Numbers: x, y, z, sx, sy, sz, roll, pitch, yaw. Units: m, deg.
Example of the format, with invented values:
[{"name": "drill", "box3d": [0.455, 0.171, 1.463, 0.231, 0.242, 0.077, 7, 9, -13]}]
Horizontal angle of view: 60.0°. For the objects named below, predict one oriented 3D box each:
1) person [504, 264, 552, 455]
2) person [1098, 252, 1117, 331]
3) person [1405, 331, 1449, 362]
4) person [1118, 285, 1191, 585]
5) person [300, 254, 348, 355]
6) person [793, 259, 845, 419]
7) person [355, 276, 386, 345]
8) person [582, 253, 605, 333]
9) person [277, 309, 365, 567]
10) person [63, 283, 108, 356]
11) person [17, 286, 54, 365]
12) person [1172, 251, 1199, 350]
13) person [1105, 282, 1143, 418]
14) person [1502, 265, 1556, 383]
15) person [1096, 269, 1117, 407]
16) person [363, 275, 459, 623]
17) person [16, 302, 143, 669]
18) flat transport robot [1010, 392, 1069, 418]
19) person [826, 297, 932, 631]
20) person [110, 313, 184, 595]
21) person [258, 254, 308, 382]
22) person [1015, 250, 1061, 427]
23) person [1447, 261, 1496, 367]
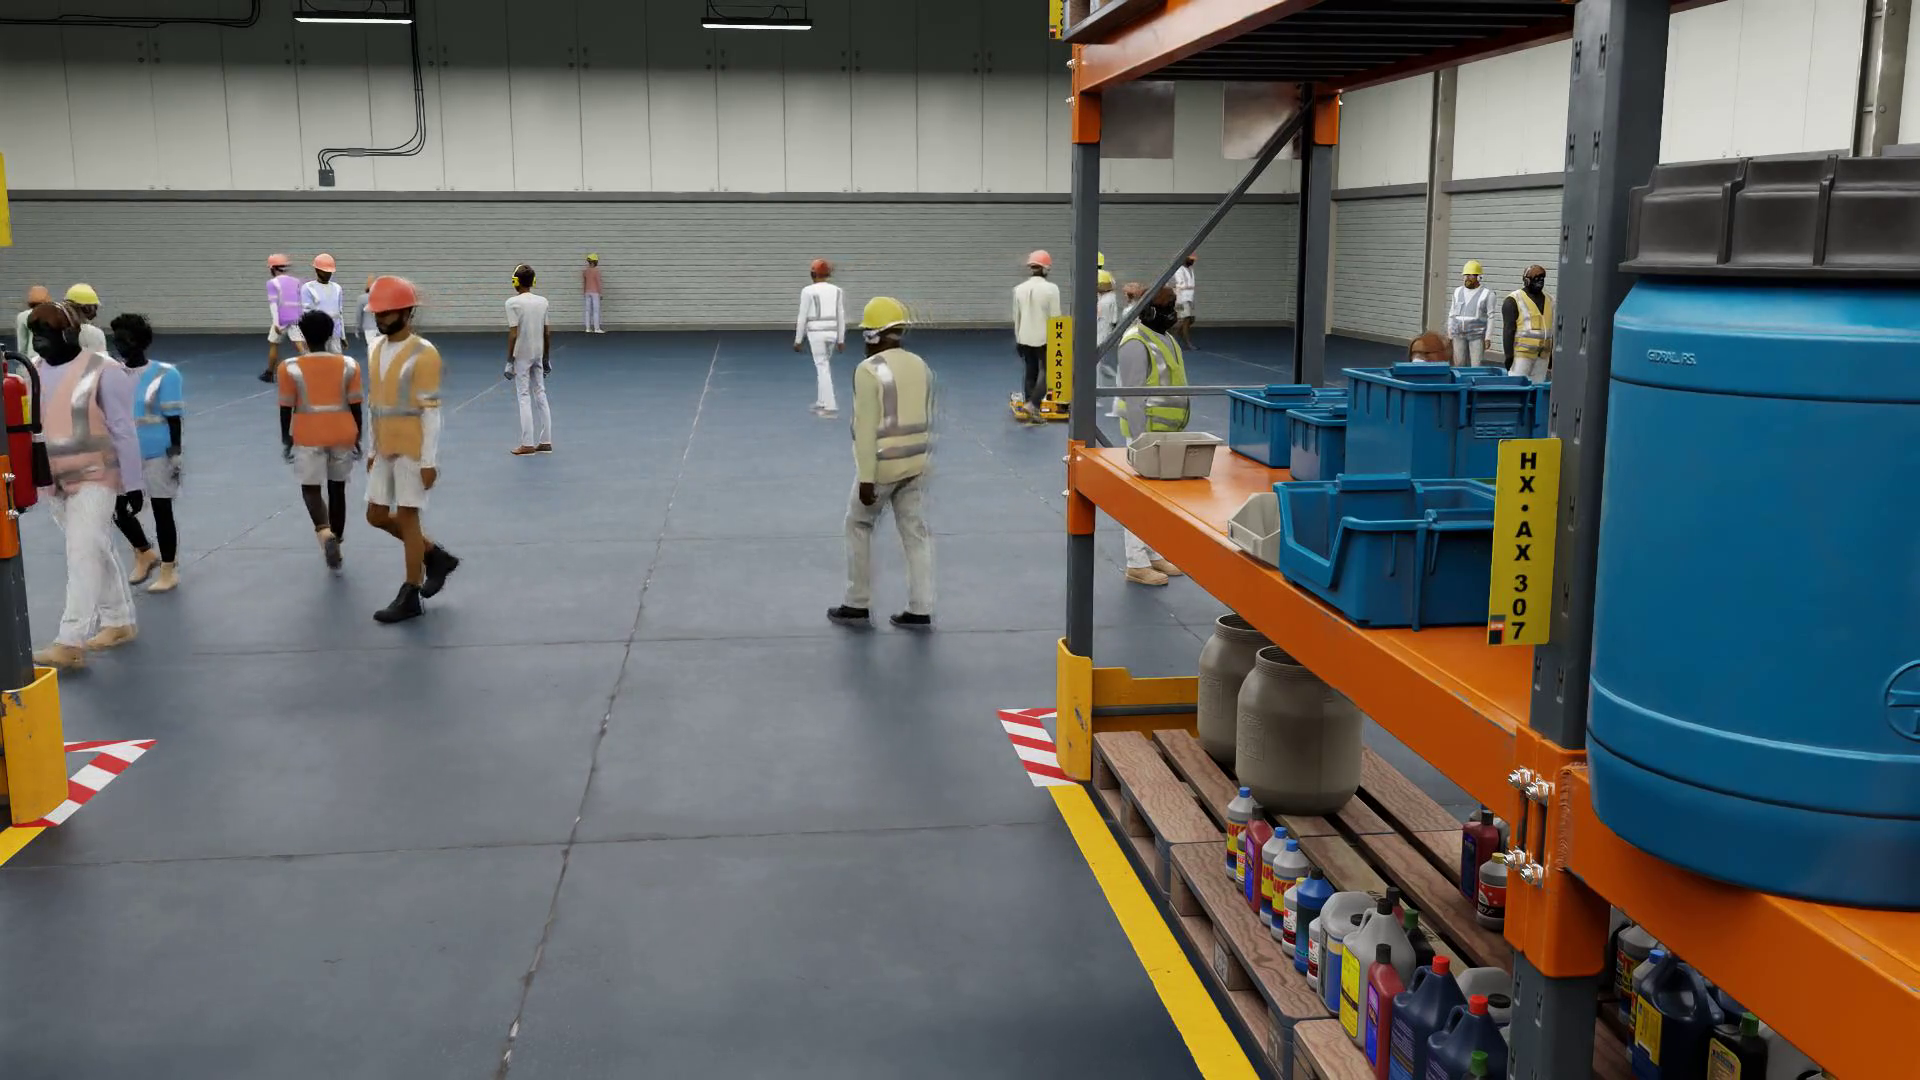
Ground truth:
[{"name": "person", "box3d": [-4.244, -1.762, 16.303, 0.313, 1.869, 0.538, 8, 13, 36]}, {"name": "person", "box3d": [2.000, -3.252, 24.376, 0.625, 1.893, 0.834, -1, 10, -3]}, {"name": "person", "box3d": [2.742, -0.430, 9.754, 0.510, 1.593, 0.832, 10, 14, 43]}, {"name": "person", "box3d": [1.209, -0.657, 10.320, 0.429, 1.843, 0.629, 5, 11, 25]}, {"name": "person", "box3d": [-7.617, -2.468, 20.013, 0.372, 1.928, 0.543, 7, 12, 33]}, {"name": "person", "box3d": [-1.699, -2.380, 19.705, 0.572, 1.852, 0.841, -10, 14, -43]}, {"name": "person", "box3d": [-8.327, -2.974, 23.734, 0.498, 1.587, 0.884, -8, 13, -39]}, {"name": "person", "box3d": [-8.119, -5.456, 36.838, 0.530, 1.765, 0.326, 6, 12, 31]}, {"name": "person", "box3d": [-4.084, -0.643, 10.705, 0.539, 1.676, 0.695, -7, 12, -32]}, {"name": "person", "box3d": [-6.948, -1.151, 13.262, 0.528, 1.775, 0.341, 4, 11, 22]}, {"name": "person", "box3d": [-10.258, -2.048, 18.636, 0.519, 1.581, 0.877, -4, 11, -21]}, {"name": "person", "box3d": [4.253, -4.540, 31.386, 0.642, 1.924, 0.549, 8, 13, 37]}, {"name": "person", "box3d": [2.107, -2.207, 19.464, 0.788, 1.607, 0.516, 10, 14, 43]}, {"name": "person", "box3d": [5.901, -1.915, 17.216, 0.633, 1.842, 0.429, -4, 11, -22]}, {"name": "person", "box3d": [1.826, -2.530, 20.889, 0.561, 1.726, 0.500, 0, 10, 0]}, {"name": "person", "box3d": [-3.090, -0.515, 9.310, 0.569, 1.924, 0.559, 7, 13, 34]}, {"name": "person", "box3d": [-4.496, -0.272, 8.319, 0.657, 1.800, 0.898, 3, 11, 16]}, {"name": "flat transport robot", "box3d": [0.960, -1.611, 19.857, 0.652, 0.197, 1.431, 0, 10, -1]}, {"name": "person", "box3d": [-0.443, -0.412, 9.074, 0.739, 1.802, 0.619, 8, 13, 38]}, {"name": "person", "box3d": [-4.879, -0.509, 9.940, 0.538, 1.688, 0.363, 1, 10, 3]}, {"name": "person", "box3d": [-9.848, -3.214, 24.248, 1.013, 1.885, 0.562, 6, 12, 31]}, {"name": "person", "box3d": [0.860, -2.237, 18.594, 0.631, 1.978, 0.530, 9, 13, 39]}, {"name": "person", "box3d": [6.382, -2.572, 20.840, 0.600, 1.832, 0.404, 9, 14, 41]}]
